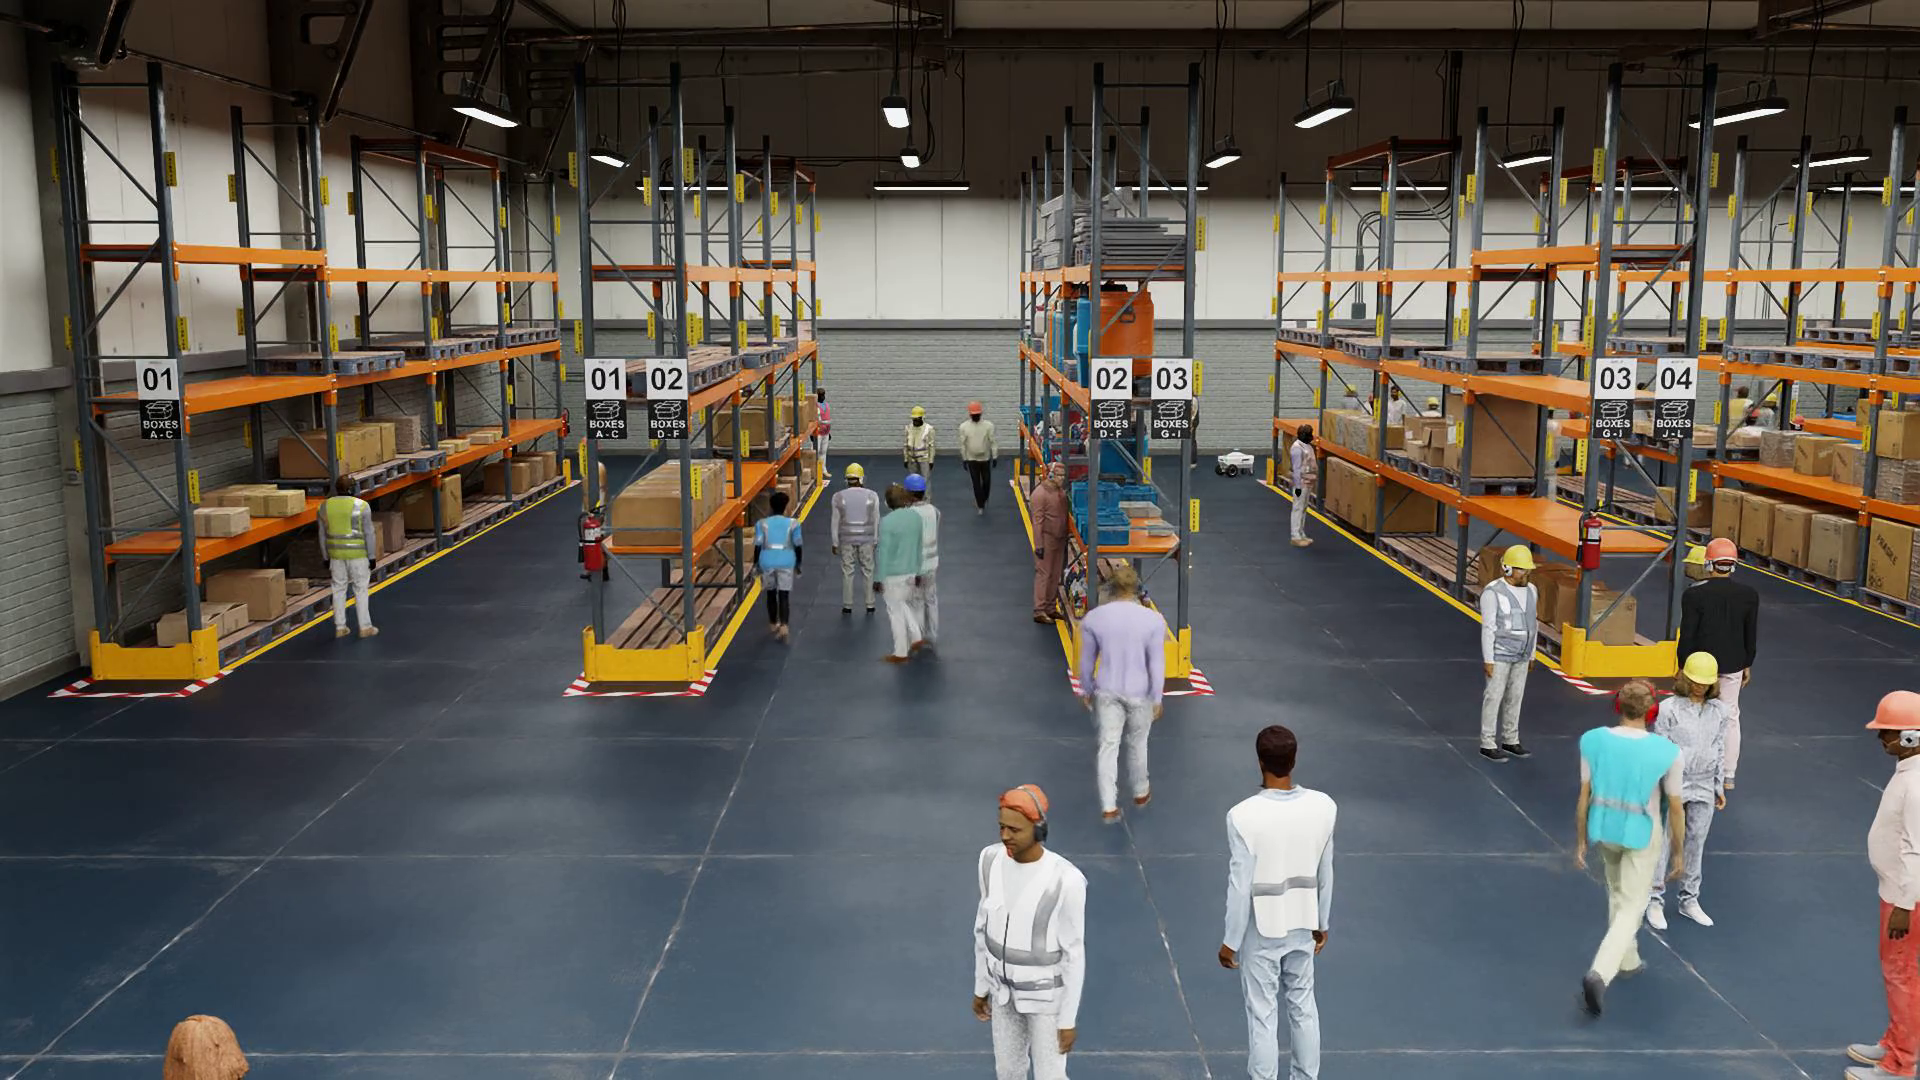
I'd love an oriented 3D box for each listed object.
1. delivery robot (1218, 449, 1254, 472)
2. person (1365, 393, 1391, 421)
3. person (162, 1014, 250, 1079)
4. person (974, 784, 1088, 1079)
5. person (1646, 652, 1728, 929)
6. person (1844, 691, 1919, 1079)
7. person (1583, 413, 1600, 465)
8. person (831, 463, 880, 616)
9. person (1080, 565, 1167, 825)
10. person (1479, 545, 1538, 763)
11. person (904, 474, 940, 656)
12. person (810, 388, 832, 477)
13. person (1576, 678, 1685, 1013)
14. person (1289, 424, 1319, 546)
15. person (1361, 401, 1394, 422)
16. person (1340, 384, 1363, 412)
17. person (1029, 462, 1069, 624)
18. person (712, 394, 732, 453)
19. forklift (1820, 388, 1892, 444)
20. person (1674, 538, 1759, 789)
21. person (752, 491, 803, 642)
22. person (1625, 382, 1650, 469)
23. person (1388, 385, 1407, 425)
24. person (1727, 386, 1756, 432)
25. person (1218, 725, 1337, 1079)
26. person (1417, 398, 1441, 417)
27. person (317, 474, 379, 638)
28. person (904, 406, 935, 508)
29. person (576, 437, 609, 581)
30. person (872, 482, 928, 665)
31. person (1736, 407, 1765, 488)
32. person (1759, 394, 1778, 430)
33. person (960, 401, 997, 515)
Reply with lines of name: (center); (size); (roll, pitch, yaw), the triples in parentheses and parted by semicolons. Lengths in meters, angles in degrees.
delivery robot: (5.654, -1.621, 34.034); (0.707, 0.478, 0.477); (-4, 9, -23)
person: (7.731, -1.782, 31.006); (0.554, 1.922, 0.391); (0, 9, 3)
person: (-2.404, 2.340, 5.441); (0.295, 1.627, 0.499); (8, 12, 41)
person: (0.287, 1.951, 7.111); (0.575, 1.880, 0.355); (8, 12, 43)
person: (4.495, 1.535, 10.248); (0.483, 1.736, 0.311); (-1, 9, -8)
person: (4.664, 1.725, 8.256); (0.412, 1.979, 0.629); (4, 10, 25)
person: (13.721, -2.547, 36.022); (0.636, 1.900, 0.397); (-9, 12, -44)
person: (-1.241, -0.001, 19.840); (0.588, 1.827, 0.404); (-1, 9, -7)
person: (1.215, 1.127, 12.342); (0.651, 1.906, 0.843); (3, 9, 16)
person: (4.572, 0.939, 13.820); (0.586, 1.824, 0.404); (-4, 10, -26)
person: (-0.448, 0.266, 17.728); (0.402, 1.949, 0.605); (6, 11, 35)
person: (-2.831, -2.164, 33.706); (0.429, 1.843, 0.633); (6, 11, 33)
person: (3.671, 1.663, 9.193); (0.903, 1.814, 0.571); (-9, 12, -44)
person: (5.193, -0.833, 25.141); (0.429, 1.842, 0.634); (4, 10, 25)
person: (8.293, -2.089, 33.099); (0.702, 1.884, 0.464); (1, 9, 5)
person: (8.707, -2.600, 36.934); (0.530, 1.702, 0.674); (2, 9, 15)
person: (1.076, 0.027, 19.450); (0.400, 1.898, 0.650); (6, 11, 34)
person: (-5.051, -2.514, 35.463); (0.613, 1.995, 0.390); (5, 10, 30)
forklift: (20.072, -3.110, 36.462); (1.873, 2.768, 1.129); (0, 9, 0)
person: (5.912, 0.972, 13.037); (0.612, 1.995, 0.382); (0, 9, -2)
person: (-2.028, 0.292, 18.516); (0.560, 1.652, 0.845); (0, 9, -3)
person: (14.408, -2.428, 35.374); (0.535, 1.854, 0.345); (6, 11, 33)
person: (8.992, -2.271, 34.350); (0.324, 1.862, 0.511); (-7, 11, -38)
person: (16.242, -2.307, 34.688); (0.623, 1.823, 0.630); (-5, 10, -31)
person: (1.501, 1.821, 7.828); (0.597, 1.915, 0.369); (-4, 10, -26)
person: (8.975, -1.820, 31.731); (0.602, 1.760, 0.918); (5, 10, 30)
person: (-6.840, 0.179, 18.639); (0.632, 1.840, 0.429); (1, 9, 5)
person: (-0.720, -1.418, 28.977); (0.596, 1.825, 0.404); (4, 10, 25)
person: (-4.892, -0.407, 22.126); (0.383, 1.933, 0.548); (-6, 11, -33)
person: (-0.652, 0.354, 17.265); (0.426, 1.923, 0.632); (6, 11, 33)
person: (13.310, -1.296, 28.011); (0.538, 1.885, 1.016); (-1, 9, -8)
person: (16.299, -2.088, 33.574); (0.317, 1.733, 0.490); (0, 9, 0)
person: (0.317, -1.420, 28.544); (0.621, 1.958, 0.635); (0, 9, 1)
